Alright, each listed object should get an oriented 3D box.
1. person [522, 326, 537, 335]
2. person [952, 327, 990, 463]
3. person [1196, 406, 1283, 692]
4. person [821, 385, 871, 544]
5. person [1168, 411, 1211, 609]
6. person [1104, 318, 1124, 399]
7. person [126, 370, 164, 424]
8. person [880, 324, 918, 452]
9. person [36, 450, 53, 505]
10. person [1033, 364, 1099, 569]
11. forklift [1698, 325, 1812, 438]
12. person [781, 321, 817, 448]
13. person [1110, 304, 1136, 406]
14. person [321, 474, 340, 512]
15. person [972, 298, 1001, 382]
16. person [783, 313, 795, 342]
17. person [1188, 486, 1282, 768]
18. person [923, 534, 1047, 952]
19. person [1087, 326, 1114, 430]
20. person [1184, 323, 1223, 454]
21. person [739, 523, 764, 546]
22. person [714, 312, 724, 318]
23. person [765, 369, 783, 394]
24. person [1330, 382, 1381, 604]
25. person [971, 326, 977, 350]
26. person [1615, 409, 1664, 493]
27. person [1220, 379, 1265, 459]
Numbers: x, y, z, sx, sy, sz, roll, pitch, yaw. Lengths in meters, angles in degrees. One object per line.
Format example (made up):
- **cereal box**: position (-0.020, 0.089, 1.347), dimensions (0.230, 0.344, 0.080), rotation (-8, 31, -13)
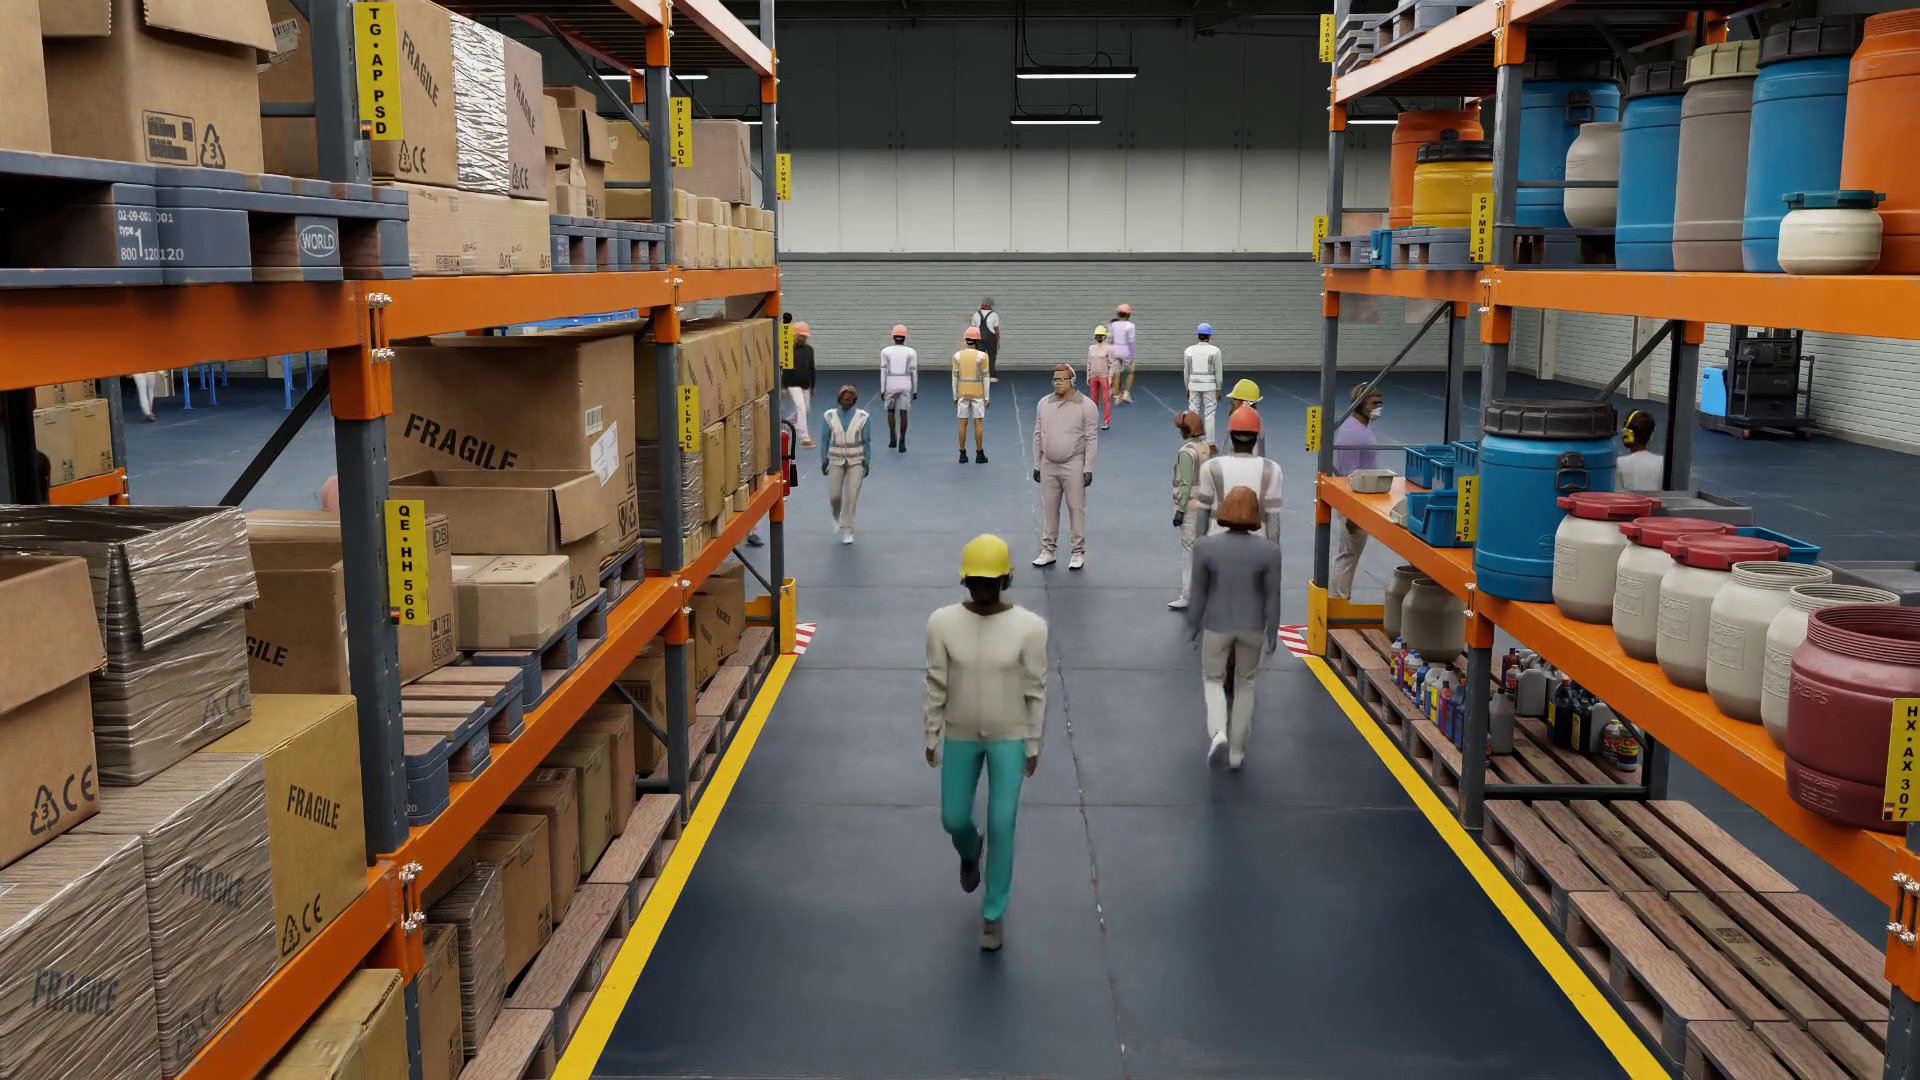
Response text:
- **person**: position (-10.611, -4.826, 41.169), dimensions (0.282, 1.633, 0.499), rotation (5, 11, 27)
- **person**: position (0.167, -2.078, 23.802), dimensions (0.549, 1.936, 0.377), rotation (3, 10, 18)
- **person**: position (1.885, 0.036, 11.288), dimensions (0.562, 1.885, 0.984), rotation (1, 10, 6)
- **person**: position (-1.159, -0.793, 17.049), dimensions (0.523, 1.620, 0.508), rotation (0, 9, 1)
- **person**: position (1.913, -0.253, 13.765), dimensions (0.311, 1.639, 0.514), rotation (5, 11, 27)
- **person**: position (3.216, -3.798, 34.851), dimensions (0.559, 1.677, 0.487), rotation (-4, 10, -20)
- **person**: position (-14.604, -3.044, 29.794), dimensions (0.636, 1.882, 1.000), rotation (-5, 11, -28)
- **person**: position (-0.930, -2.323, 25.349), dimensions (0.562, 1.910, 0.750), rotation (0, 9, -2)
- **person**: position (-4.897, 0.454, 8.887), dimensions (0.635, 1.865, 0.976), rotation (-2, 10, -10)
- **person**: position (0.963, -0.691, 15.584), dimensions (0.641, 1.908, 0.407), rotation (5, 11, 27)
- **forklift**: position (13.248, -3.165, 27.620), dimensions (1.129, 2.768, 1.873), rotation (0, 9, 1)
- **person**: position (-2.540, -2.421, 25.803), dimensions (0.899, 1.948, 0.627), rotation (9, 13, 43)
- **person**: position (3.266, -3.699, 33.240), dimensions (0.605, 2.024, 0.533), rotation (7, 12, 35)
- **person**: position (-3.490, 0.268, 9.843), dimensions (0.641, 1.908, 0.407), rotation (1, 10, 5)
- **person**: position (0.652, -4.771, 39.750), dimensions (0.725, 2.000, 0.574), rotation (4, 10, 22)
- **person**: position (-3.960, -4.406, 38.462), dimensions (0.322, 1.696, 0.536), rotation (2, 10, 13)
- **person**: position (1.533, 0.505, 9.279), dimensions (0.514, 1.615, 0.461), rotation (1, 10, 8)
- **person**: position (0.114, 0.814, 7.062), dimensions (0.523, 1.749, 0.553), rotation (2, 10, 9)
- **person**: position (2.402, -2.791, 28.576), dimensions (0.526, 1.772, 0.303), rotation (7, 12, 36)
- **person**: position (3.655, -2.280, 24.982), dimensions (0.604, 1.947, 0.387), rotation (5, 11, 27)
- **person**: position (-2.124, -0.799, 16.689), dimensions (0.552, 1.741, 0.394), rotation (-8, 12, -39)
- **person**: position (-5.217, -4.030, 35.933), dimensions (0.433, 1.811, 0.770), rotation (-5, 11, -28)
- **person**: position (-3.406, -2.955, 29.395), dimensions (0.626, 1.816, 0.467), rotation (4, 10, 22)
- **person**: position (3.047, -0.246, 12.826), dimensions (0.355, 1.936, 0.633), rotation (3, 10, 20)
- **person**: position (0.339, -4.686, 40.398), dimensions (0.795, 1.599, 0.498), rotation (4, 10, 20)
- **person**: position (4.661, 0.028, 11.454), dimensions (0.516, 1.854, 0.651), rotation (-3, 10, -18)
- **person**: position (2.470, -0.491, 14.595), dimensions (0.404, 1.837, 0.590), rotation (1, 10, 8)
